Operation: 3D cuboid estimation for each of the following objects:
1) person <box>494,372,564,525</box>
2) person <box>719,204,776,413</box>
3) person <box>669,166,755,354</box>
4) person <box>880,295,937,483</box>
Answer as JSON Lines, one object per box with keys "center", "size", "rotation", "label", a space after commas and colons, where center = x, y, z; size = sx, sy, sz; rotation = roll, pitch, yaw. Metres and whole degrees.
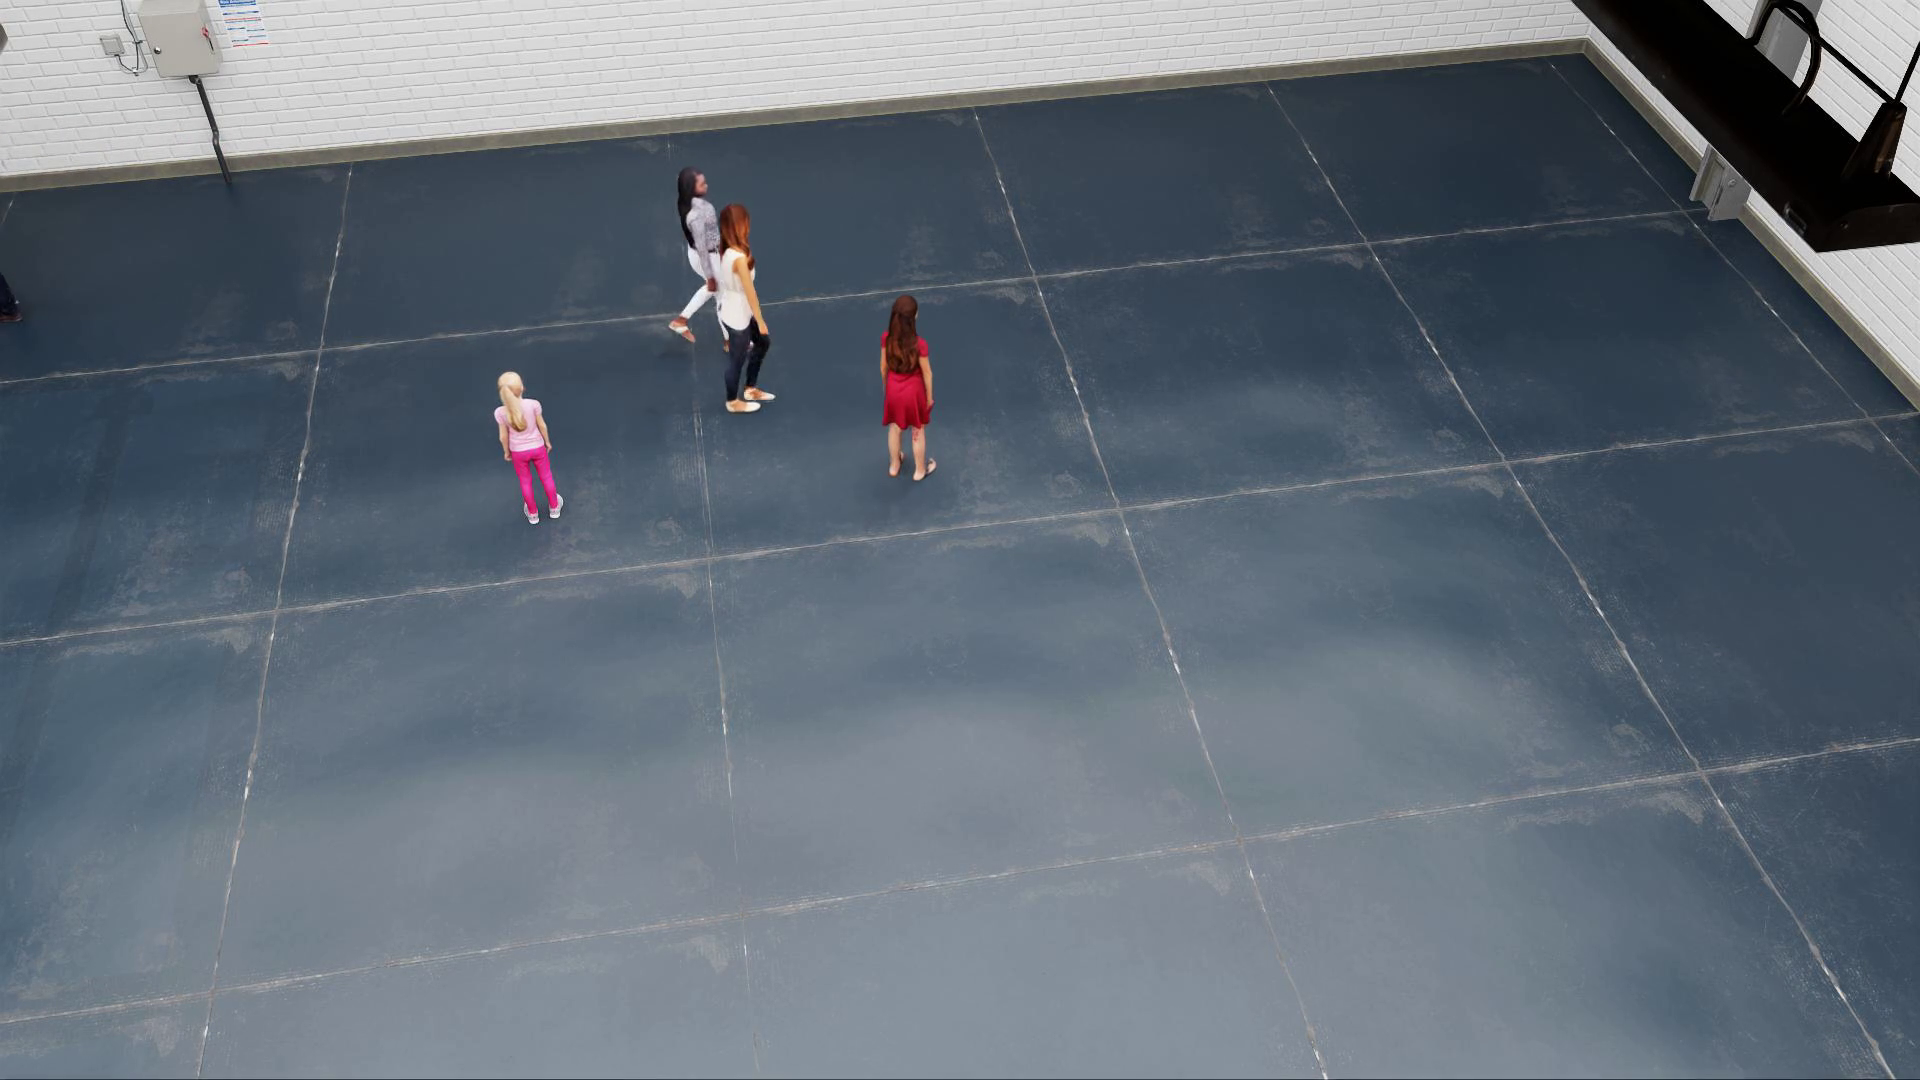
{"center": [-3.043, -0.654, 11.698], "size": [0.508, 1.275, 0.530], "rotation": [-12, 45, -12], "label": "person"}
{"center": [-1.741, -1.684, 12.421], "size": [0.731, 1.769, 0.561], "rotation": [-6, 44, -7], "label": "person"}
{"center": [-2.031, -2.157, 12.961], "size": [0.672, 1.709, 0.831], "rotation": [-10, 45, -11], "label": "person"}
{"center": [-0.390, -1.085, 11.948], "size": [0.659, 1.554, 0.718], "rotation": [12, 45, 13], "label": "person"}
